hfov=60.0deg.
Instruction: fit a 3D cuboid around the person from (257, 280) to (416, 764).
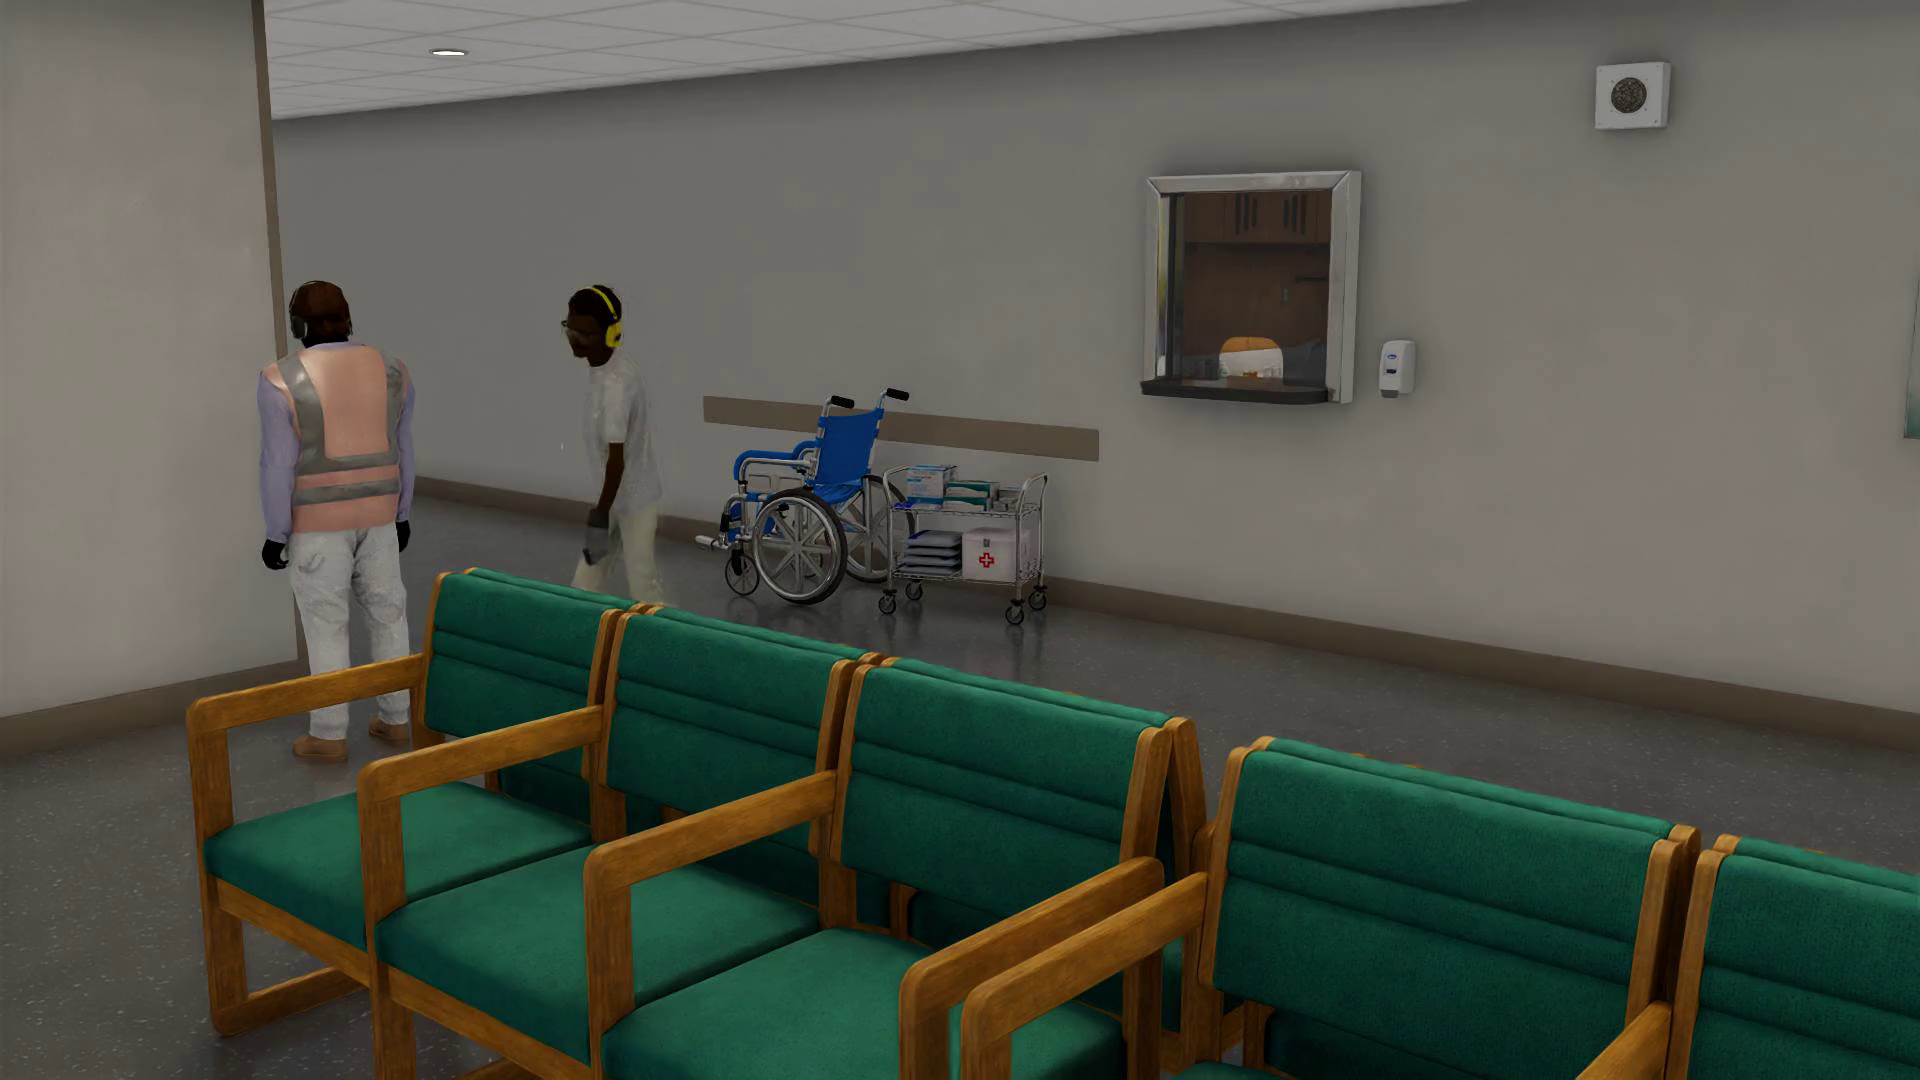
[{"bbox_3d":[-2.389,-0.067,6.384,0.429,1.837,0.621,9,13,40],"label":"person"}]
